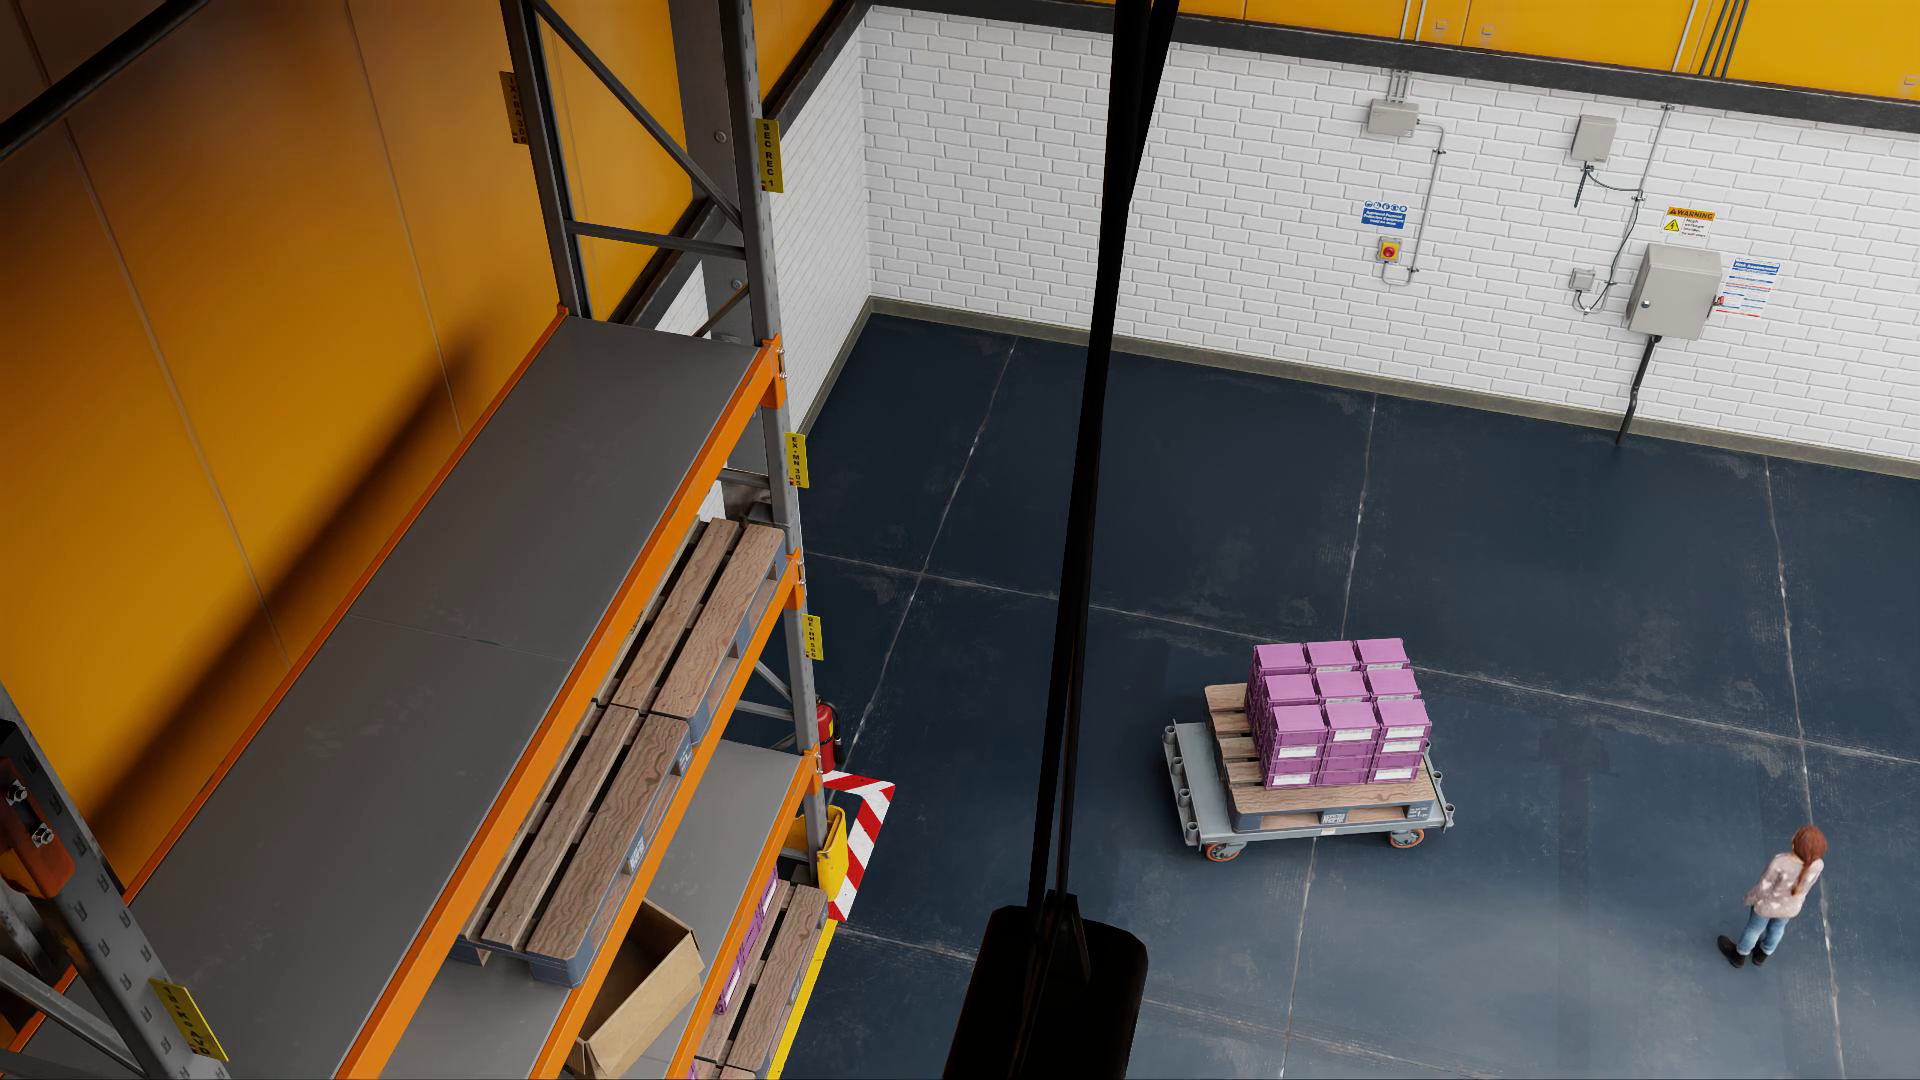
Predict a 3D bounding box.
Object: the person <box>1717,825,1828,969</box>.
[{"bbox_3d":[4.579,2.006,9.307,0.528,1.194,0.541,-1,44,-2],"label":"person"}]
